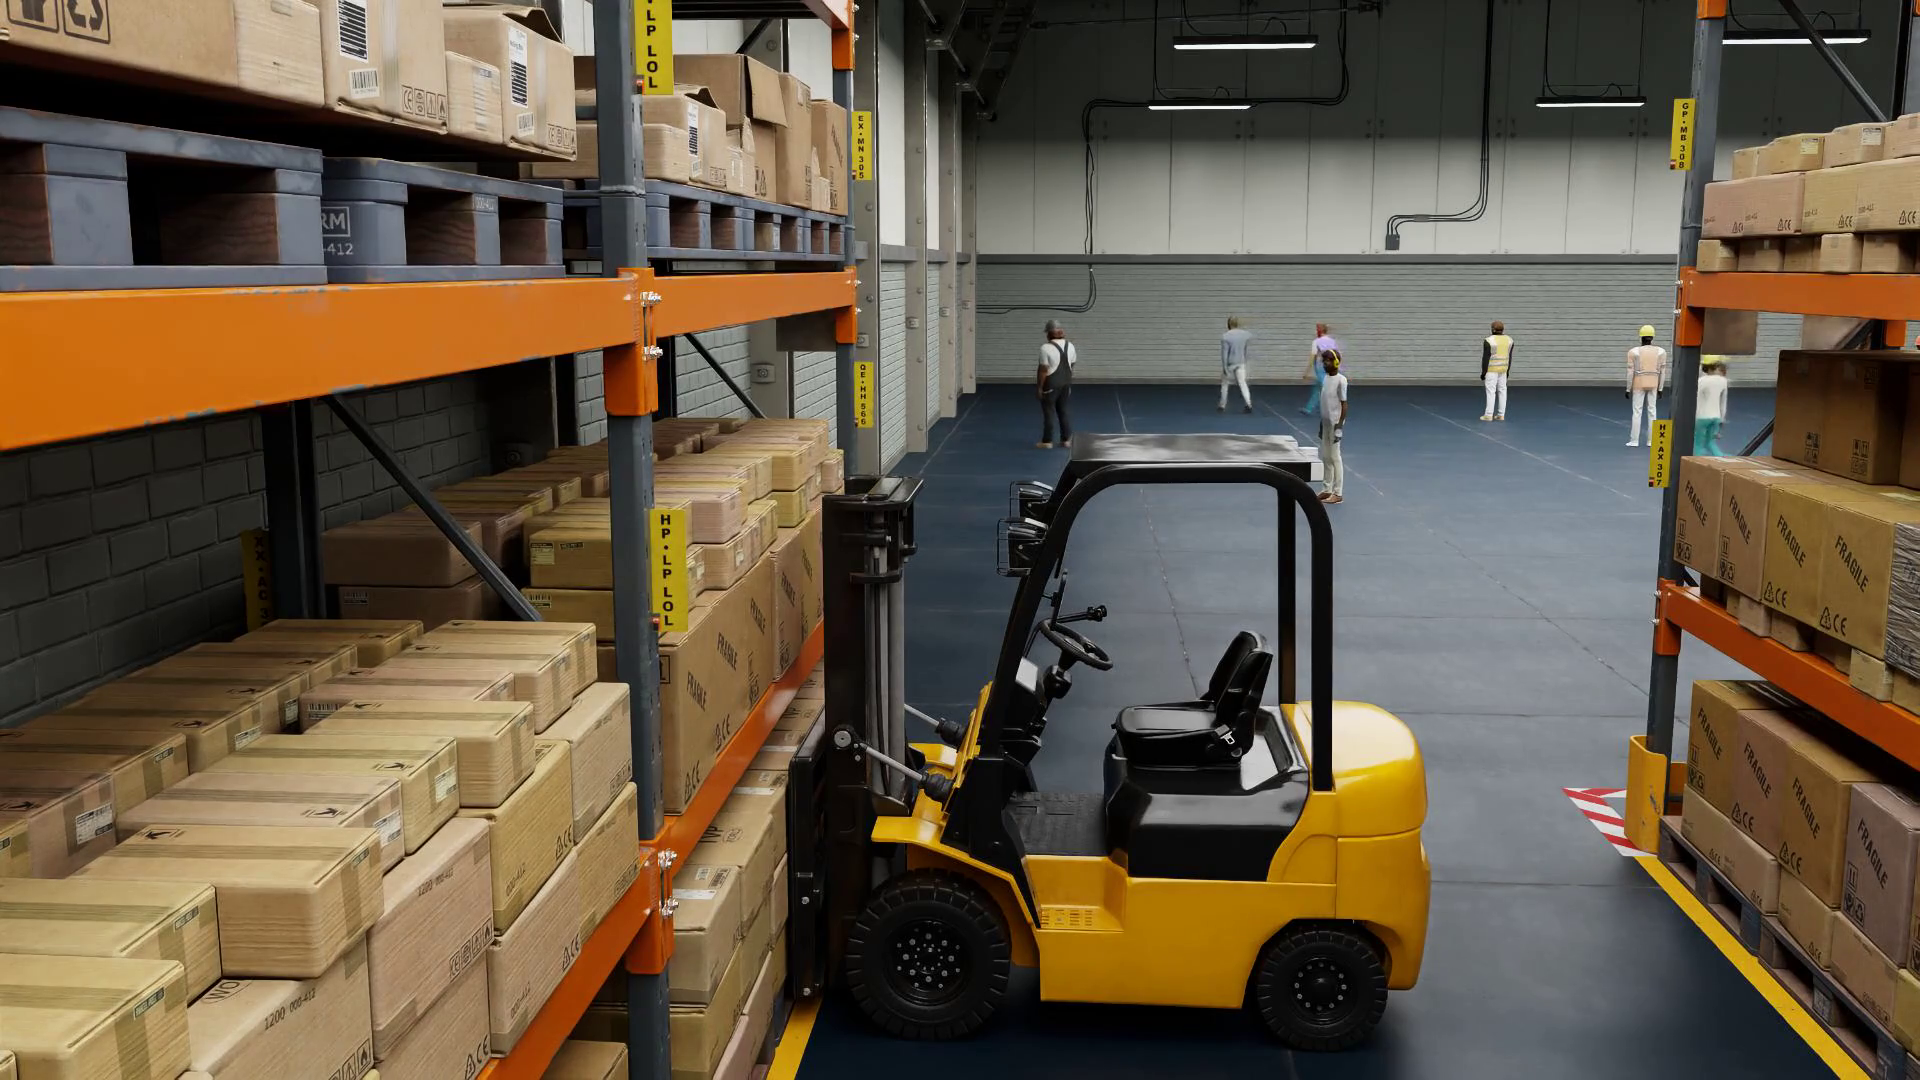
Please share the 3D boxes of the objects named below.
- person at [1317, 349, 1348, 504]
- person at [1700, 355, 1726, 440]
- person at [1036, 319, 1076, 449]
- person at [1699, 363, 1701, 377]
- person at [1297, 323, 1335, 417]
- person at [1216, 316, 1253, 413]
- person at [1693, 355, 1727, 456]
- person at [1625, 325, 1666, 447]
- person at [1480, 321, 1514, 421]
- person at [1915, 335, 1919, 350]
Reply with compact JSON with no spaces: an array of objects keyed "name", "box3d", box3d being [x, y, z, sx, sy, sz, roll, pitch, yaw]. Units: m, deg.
[{"name":"person","box3d":[4.468,-1.368,20.068,0.329,1.865,0.512,-3,10,-15]},{"name":"person","box3d":[12.370,-2.585,27.406,0.532,1.876,0.319,9,13,42]},{"name":"person","box3d":[1.456,-2.453,26.105,0.688,2.000,0.537,-8,12,-39]},{"name":"person","box3d":[13.019,-2.757,28.974,0.315,1.700,0.541,-4,10,-21]},{"name":"person","box3d":[6.724,-3.151,31.122,0.570,1.781,1.002,-9,13,-44]},{"name":"person","box3d":[5.370,-3.410,32.372,0.641,1.901,1.000,-4,10,-21]},{"name":"person","box3d":[9.810,-1.596,21.789,0.525,1.751,0.480,-3,10,-20]},{"name":"person","box3d":[10.795,-2.417,26.222,0.587,1.930,0.356,1,9,4]},{"name":"person","box3d":[9.899,-3.122,30.765,0.624,1.844,0.429,-3,10,-20]},{"name":"person","box3d":[13.335,-1.906,23.101,0.552,1.937,0.356,-3,10,-20]}]
